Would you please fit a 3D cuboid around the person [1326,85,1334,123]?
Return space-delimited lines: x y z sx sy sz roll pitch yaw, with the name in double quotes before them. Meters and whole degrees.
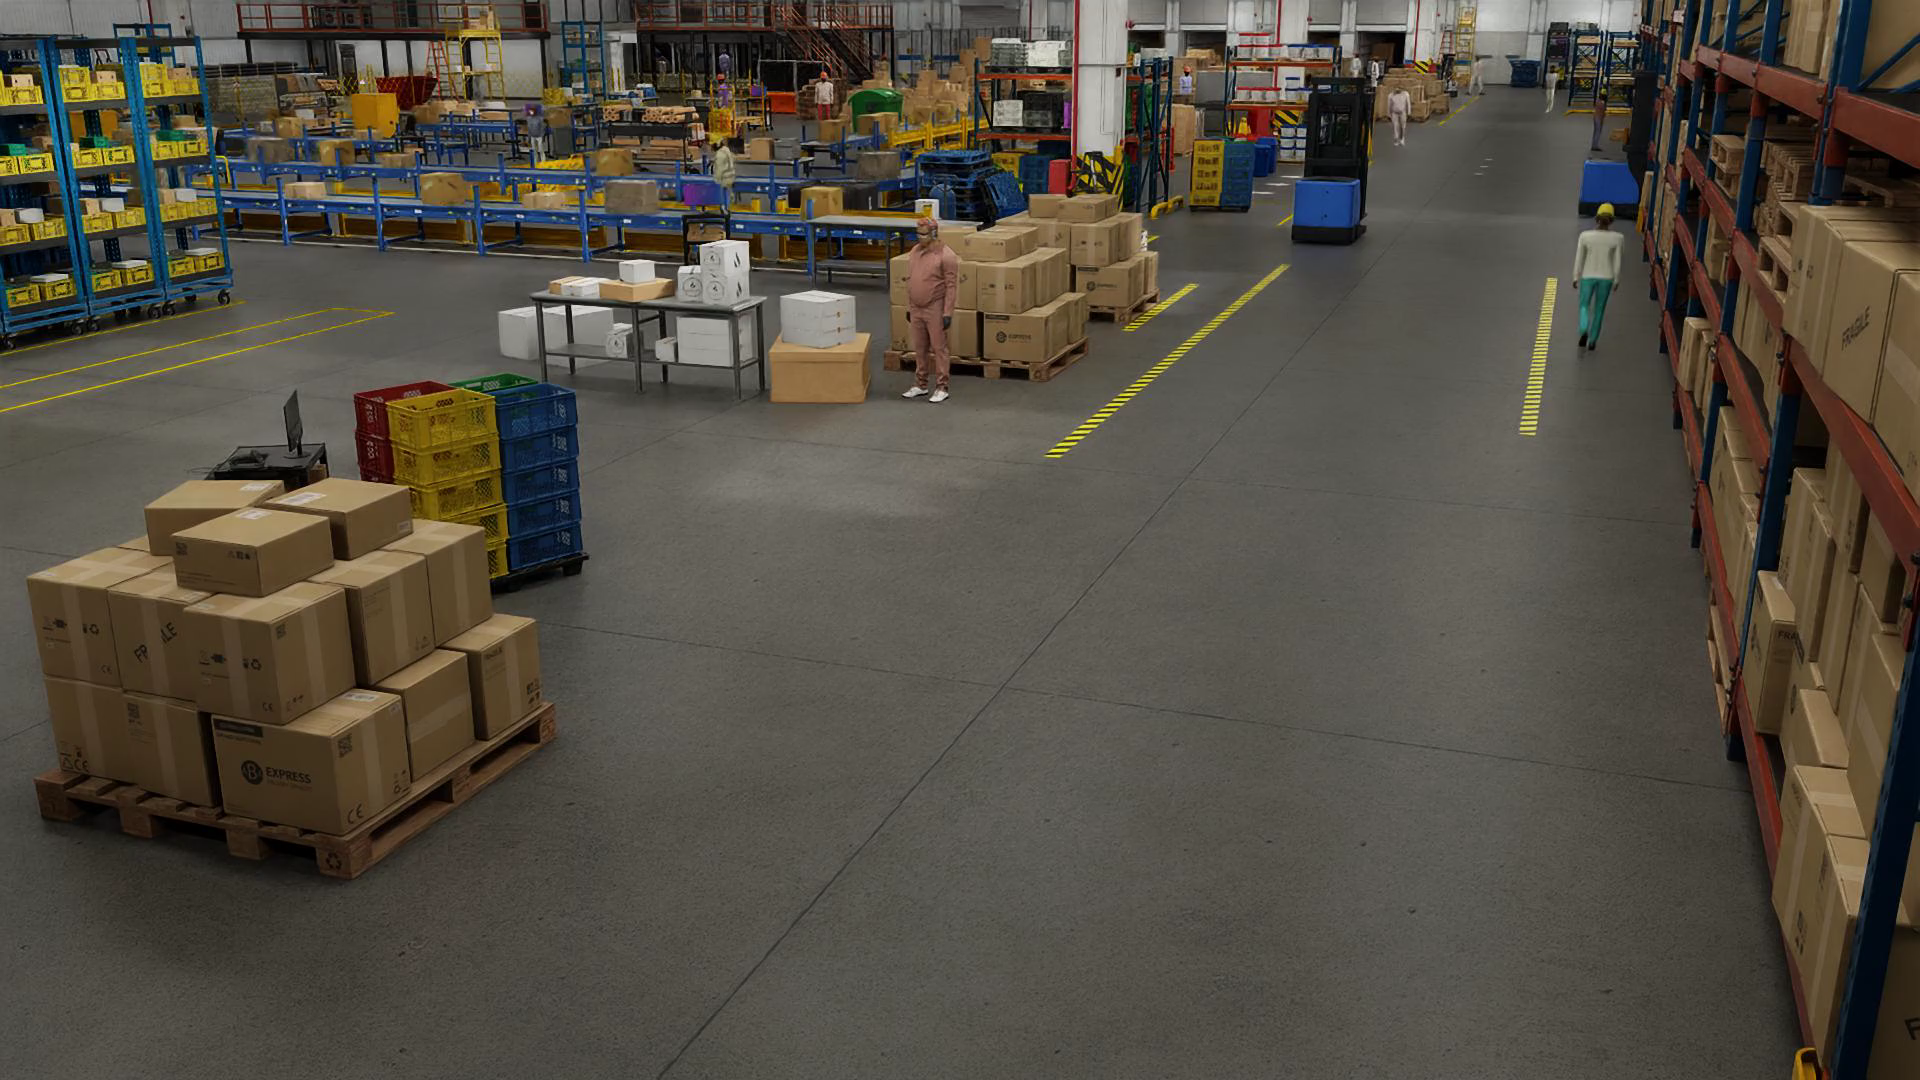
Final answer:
"person" 12.845 -15.218 57.929 0.547 1.681 0.612 -1 18 -3

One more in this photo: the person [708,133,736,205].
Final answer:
"person" -4.471 -6.648 30.842 0.874 1.770 0.653 0 18 -1

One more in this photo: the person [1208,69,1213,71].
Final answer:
"person" 8.458 -15.045 56.846 0.905 2.008 0.612 10 20 30

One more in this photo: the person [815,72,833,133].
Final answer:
"person" -4.517 -14.532 55.255 0.611 1.995 0.377 1 18 3

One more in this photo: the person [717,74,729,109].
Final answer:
"person" -7.828 -14.373 54.844 0.352 1.940 0.545 5 18 16

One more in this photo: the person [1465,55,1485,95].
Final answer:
"person" 24.988 -22.454 80.320 1.005 1.896 0.645 -4 18 -11

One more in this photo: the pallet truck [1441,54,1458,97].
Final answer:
"pallet truck" 22.765 -21.886 78.355 0.823 1.965 1.885 -4 18 -14

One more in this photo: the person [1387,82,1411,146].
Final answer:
"person" 13.163 -12.777 49.921 0.674 1.882 0.407 5 18 14

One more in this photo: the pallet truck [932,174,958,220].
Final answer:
"pallet truck" -0.507 -5.292 27.348 0.653 1.274 1.630 6 19 19

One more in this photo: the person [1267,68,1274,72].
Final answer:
"person" 11.316 -16.152 60.466 0.618 1.932 0.954 -12 21 -34

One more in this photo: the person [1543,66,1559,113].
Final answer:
"person" 23.594 -18.001 66.442 0.518 1.820 0.980 6 19 19

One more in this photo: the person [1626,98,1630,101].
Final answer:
"person" 29.837 -20.205 73.005 0.683 2.000 0.980 -12 21 -34

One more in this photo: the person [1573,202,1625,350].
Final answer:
"person" 7.605 -3.138 19.834 0.528 1.753 0.372 7 19 20

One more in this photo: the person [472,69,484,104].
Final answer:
"person" -19.115 -17.667 65.561 0.782 1.713 0.508 5 18 15

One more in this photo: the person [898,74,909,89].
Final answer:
"person" -1.949 -15.713 59.333 0.975 1.766 0.623 -8 19 -24

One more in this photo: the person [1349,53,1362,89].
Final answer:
"person" 20.559 -24.376 86.457 0.984 1.847 0.585 -14 22 -37

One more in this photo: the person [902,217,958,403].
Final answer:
"person" -0.330 -2.384 17.239 0.639 1.902 0.407 15 23 40

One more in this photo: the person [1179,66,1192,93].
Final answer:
"person" 8.440 -16.689 62.122 0.552 1.937 0.356 -10 20 -29

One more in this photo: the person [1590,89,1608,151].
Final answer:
"person" 18.571 -12.188 48.276 0.341 1.757 0.525 0 18 -1

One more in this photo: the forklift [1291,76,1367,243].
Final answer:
"forklift" 6.598 -6.755 29.381 1.129 2.768 1.873 6 19 19

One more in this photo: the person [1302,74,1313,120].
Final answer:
"person" 11.650 -14.774 56.219 0.694 1.878 0.375 3 18 10

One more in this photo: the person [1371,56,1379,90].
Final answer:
"person" 19.484 -21.731 78.058 0.355 1.883 0.574 -3 18 -8

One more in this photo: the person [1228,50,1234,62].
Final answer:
"person" 14.975 -26.263 92.362 0.429 1.842 0.629 0 18 2

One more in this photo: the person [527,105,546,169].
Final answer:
"person" -10.806 -10.254 42.416 0.494 1.624 0.282 7 19 20

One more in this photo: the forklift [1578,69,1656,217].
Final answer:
"forklift" 13.219 -7.740 32.475 1.873 2.768 1.129 6 19 18

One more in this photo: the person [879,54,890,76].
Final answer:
"person" -3.671 -22.548 80.546 0.539 1.923 0.490 -1 18 -3
